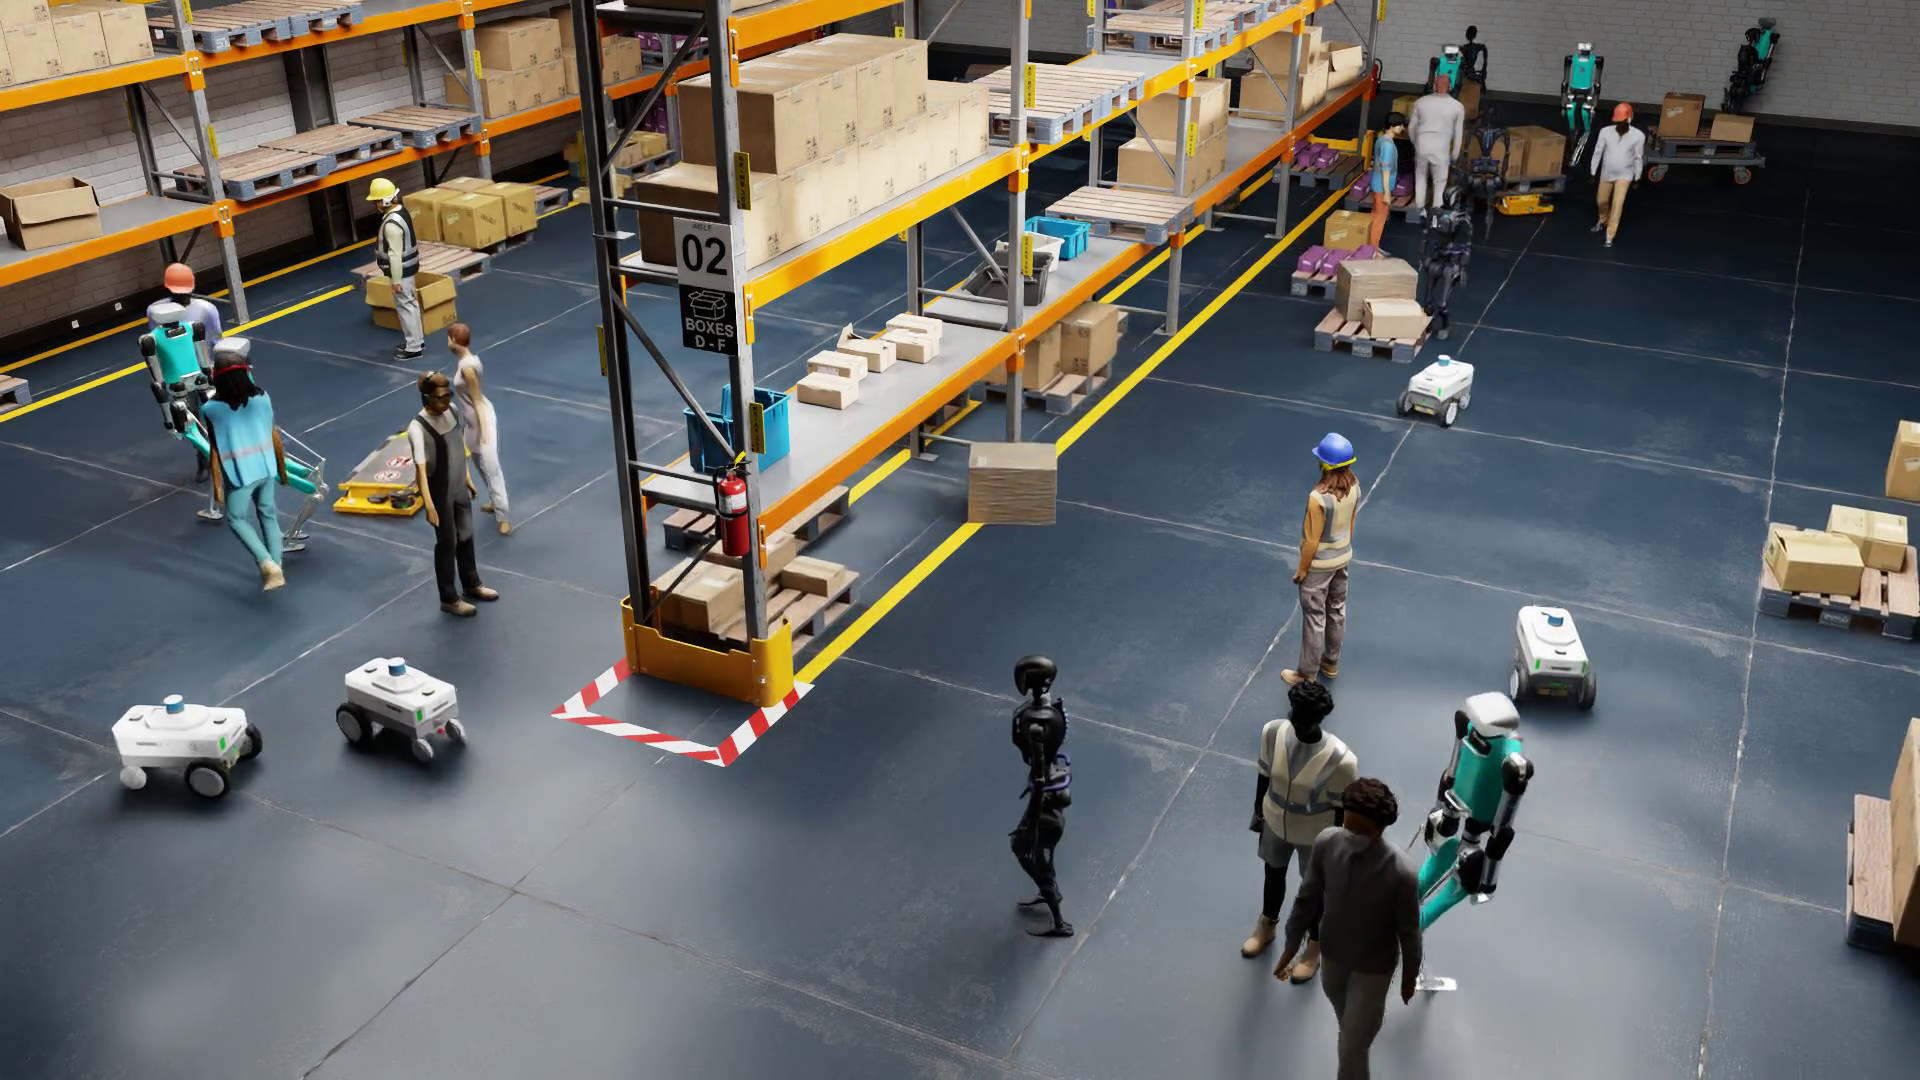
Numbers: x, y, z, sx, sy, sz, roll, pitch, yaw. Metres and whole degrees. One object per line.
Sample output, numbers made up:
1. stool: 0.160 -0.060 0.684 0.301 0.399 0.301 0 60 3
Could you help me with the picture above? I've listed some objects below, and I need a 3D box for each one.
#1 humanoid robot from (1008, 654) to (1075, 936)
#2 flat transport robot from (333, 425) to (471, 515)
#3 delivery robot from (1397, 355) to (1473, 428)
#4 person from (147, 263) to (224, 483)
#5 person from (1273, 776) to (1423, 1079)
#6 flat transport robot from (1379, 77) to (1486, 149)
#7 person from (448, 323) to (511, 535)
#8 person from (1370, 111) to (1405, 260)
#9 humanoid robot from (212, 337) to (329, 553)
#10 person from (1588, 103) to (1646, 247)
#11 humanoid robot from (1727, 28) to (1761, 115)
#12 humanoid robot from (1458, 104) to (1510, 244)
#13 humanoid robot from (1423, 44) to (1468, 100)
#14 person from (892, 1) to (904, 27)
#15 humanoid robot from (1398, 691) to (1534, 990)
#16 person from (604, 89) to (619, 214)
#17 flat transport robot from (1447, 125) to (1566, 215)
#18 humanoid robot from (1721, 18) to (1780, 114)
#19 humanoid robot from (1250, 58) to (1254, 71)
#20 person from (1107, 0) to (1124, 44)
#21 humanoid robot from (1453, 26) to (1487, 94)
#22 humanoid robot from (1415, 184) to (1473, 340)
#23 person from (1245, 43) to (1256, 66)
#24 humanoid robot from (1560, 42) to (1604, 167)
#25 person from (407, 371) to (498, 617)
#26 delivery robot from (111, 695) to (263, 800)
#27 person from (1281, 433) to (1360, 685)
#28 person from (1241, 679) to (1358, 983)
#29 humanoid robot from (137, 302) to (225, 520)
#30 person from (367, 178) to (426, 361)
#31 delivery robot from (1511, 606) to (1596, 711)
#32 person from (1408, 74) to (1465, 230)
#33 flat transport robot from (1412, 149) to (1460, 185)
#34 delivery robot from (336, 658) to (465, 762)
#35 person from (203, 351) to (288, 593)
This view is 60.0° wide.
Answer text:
1. humanoid robot: 0.434 1.331 8.510 0.356 1.645 0.596 2 26 4
2. flat transport robot: -4.647 -0.591 13.971 0.659 0.231 1.431 3 26 6
3. delivery robot: 4.400 -1.397 15.267 0.499 0.585 0.765 21 33 36
4. person: -6.299 -1.355 13.676 0.559 1.921 0.422 -4 27 -9
5. person: 1.662 1.854 7.236 0.554 1.859 0.885 23 34 38
6. flat transport robot: 7.145 -6.125 25.151 1.431 0.231 0.659 21 33 36
7. person: -3.746 -0.852 12.969 0.283 1.631 0.633 -9 28 -18
8. person: 4.964 -4.120 19.426 0.343 1.758 0.502 3 27 6
9. humanoid robot: -5.053 -0.703 12.397 0.735 1.674 0.533 -2 26 -4
10. person: 7.987 -4.479 20.201 0.595 1.714 0.714 16 30 29
11. humanoid robot: 11.732 -6.830 24.970 0.315 1.657 0.599 4 27 8
12. humanoid robot: 6.366 -4.445 20.186 0.590 1.646 0.485 6 27 13
13. humanoid robot: 6.754 -6.178 23.712 0.541 1.839 0.844 -4 27 -8
14. person: -1.029 -9.462 30.158 0.368 1.811 0.539 19 32 33
15. humanoid robot: 2.219 1.593 8.021 0.787 1.868 0.558 -6 27 -12
16. person: -4.564 -5.096 21.300 0.391 1.840 0.564 -2 26 -5
17. flat transport robot: 7.191 -4.591 22.051 0.659 0.231 1.431 -6 27 -12
18. humanoid robot: 11.879 -7.010 25.244 0.744 1.744 0.537 -6 27 -13
19. humanoid robot: 4.414 -6.614 24.564 0.316 1.660 0.610 -8 28 -16
20. person: 2.603 -8.949 28.979 0.397 1.931 0.545 -22 34 -37
21. humanoid robot: 7.728 -6.941 25.226 0.591 1.642 0.384 -3 26 -6
22. humanoid robot: 4.902 -2.823 16.890 0.365 1.636 0.609 -23 35 -39
23. person: 4.866 -7.640 26.426 0.745 1.846 0.567 -11 29 -22
24. humanoid robot: 8.856 -6.203 23.748 0.546 1.864 0.831 12 29 24
25. person: -3.600 -0.331 11.686 0.356 1.835 0.514 8 28 16
26. delivery robot: -4.649 1.218 10.008 0.796 0.606 0.499 1 26 3
27. person: 2.359 0.138 10.794 0.469 1.781 0.303 -20 33 -35
28. person: 1.687 1.427 8.294 0.535 1.691 0.318 21 33 36
29. humanoid robot: -5.889 -0.981 12.997 0.760 1.688 0.531 17 31 31
30. person: -5.544 -2.673 16.432 0.403 1.821 0.597 -4 27 -8
31. delivery robot: 3.881 0.756 10.937 0.499 0.602 0.801 4 27 7
32. person: 5.909 -4.852 20.794 0.673 1.857 0.577 10 28 20
33. flat transport robot: 6.928 -5.243 23.370 0.659 0.231 1.431 -3 27 -6
34. delivery robot: -3.502 1.022 10.414 0.818 0.614 0.499 15 30 28
35. person: -5.080 -0.461 11.924 0.544 1.848 0.545 -23 34 -38
